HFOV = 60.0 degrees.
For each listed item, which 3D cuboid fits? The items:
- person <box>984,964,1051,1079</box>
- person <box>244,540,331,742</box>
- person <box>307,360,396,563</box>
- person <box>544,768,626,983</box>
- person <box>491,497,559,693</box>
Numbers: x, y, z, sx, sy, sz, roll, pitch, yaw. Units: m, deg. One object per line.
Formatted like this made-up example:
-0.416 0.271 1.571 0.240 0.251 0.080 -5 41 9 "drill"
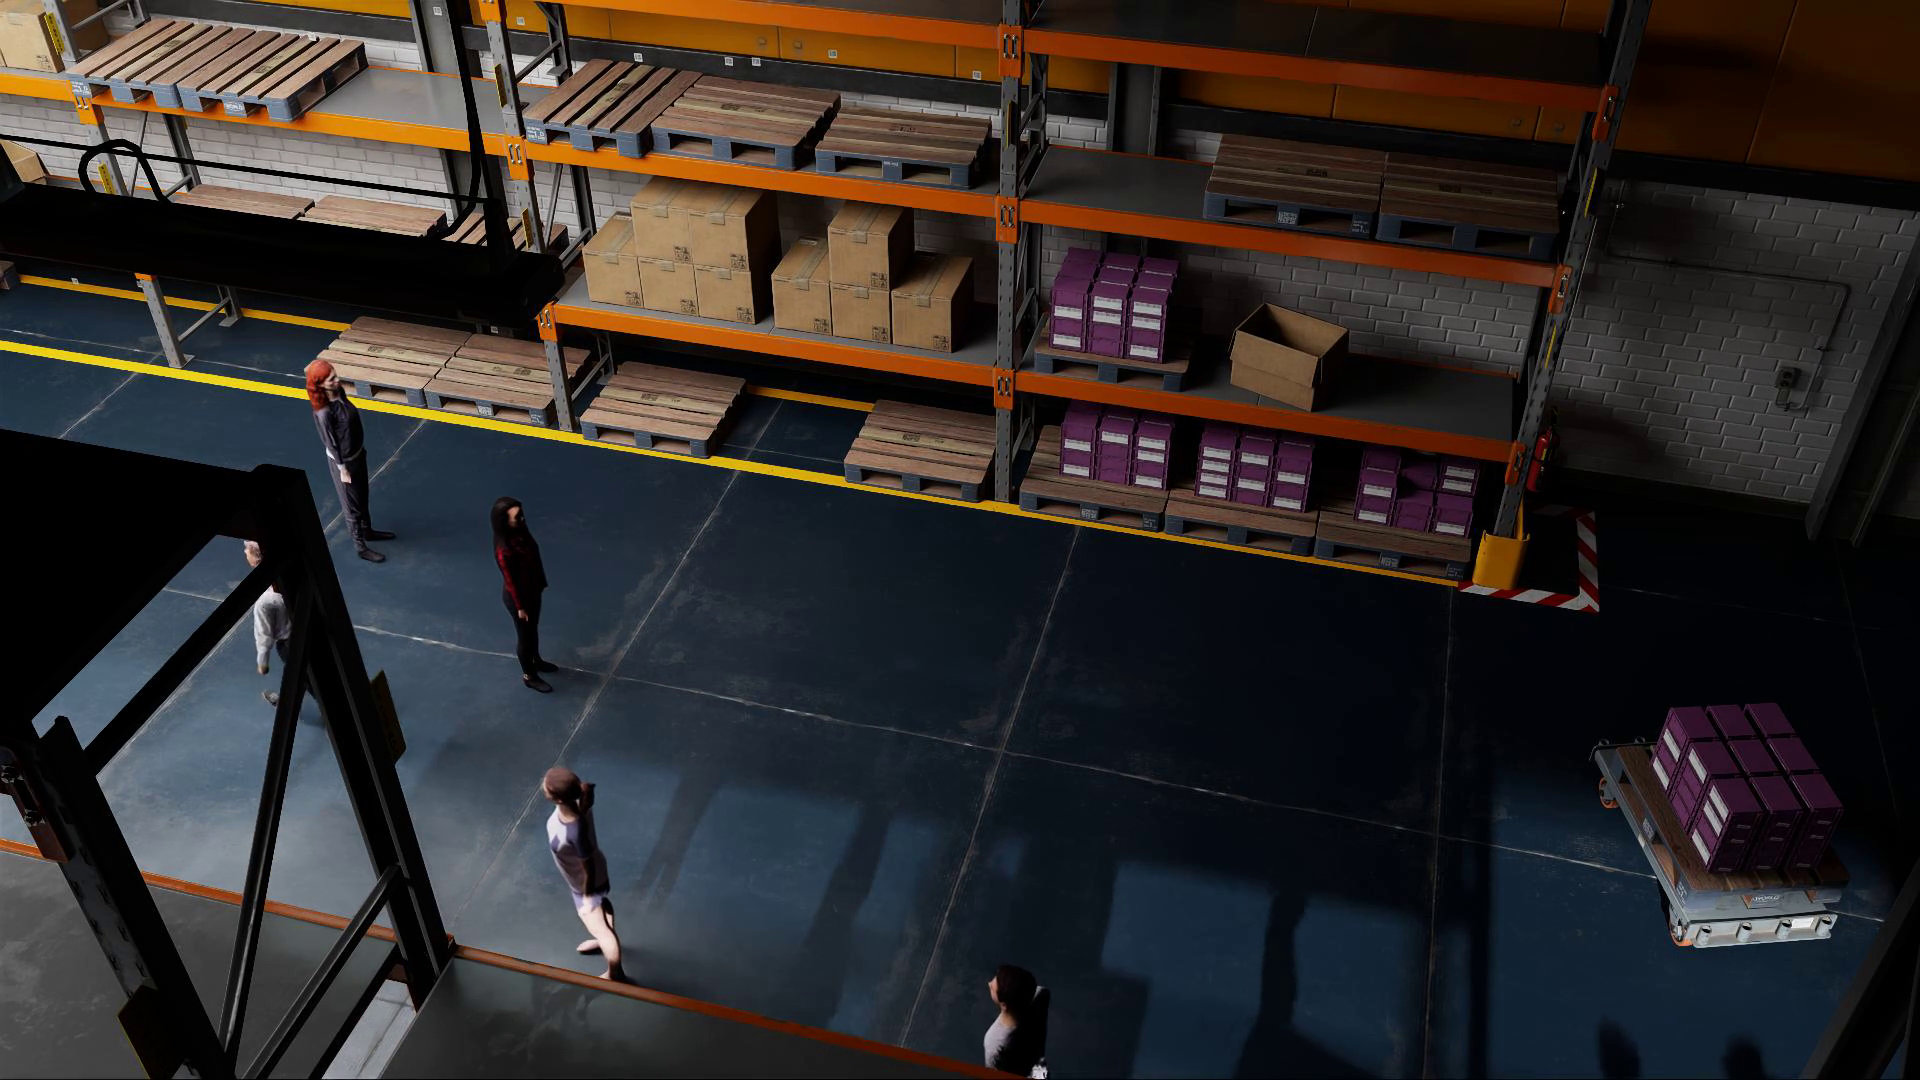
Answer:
0.373 2.862 8.553 1.284 1.826 0.989 26 46 29 "person"
-4.401 0.714 11.279 1.074 1.782 0.674 9 40 11 "person"
-4.777 -0.635 12.970 0.583 1.780 0.632 0 39 0 "person"
-2.189 1.955 9.738 0.692 1.765 0.672 -10 40 -12 "person"
-3.117 0.370 11.810 0.582 1.657 0.632 1 39 1 "person"
